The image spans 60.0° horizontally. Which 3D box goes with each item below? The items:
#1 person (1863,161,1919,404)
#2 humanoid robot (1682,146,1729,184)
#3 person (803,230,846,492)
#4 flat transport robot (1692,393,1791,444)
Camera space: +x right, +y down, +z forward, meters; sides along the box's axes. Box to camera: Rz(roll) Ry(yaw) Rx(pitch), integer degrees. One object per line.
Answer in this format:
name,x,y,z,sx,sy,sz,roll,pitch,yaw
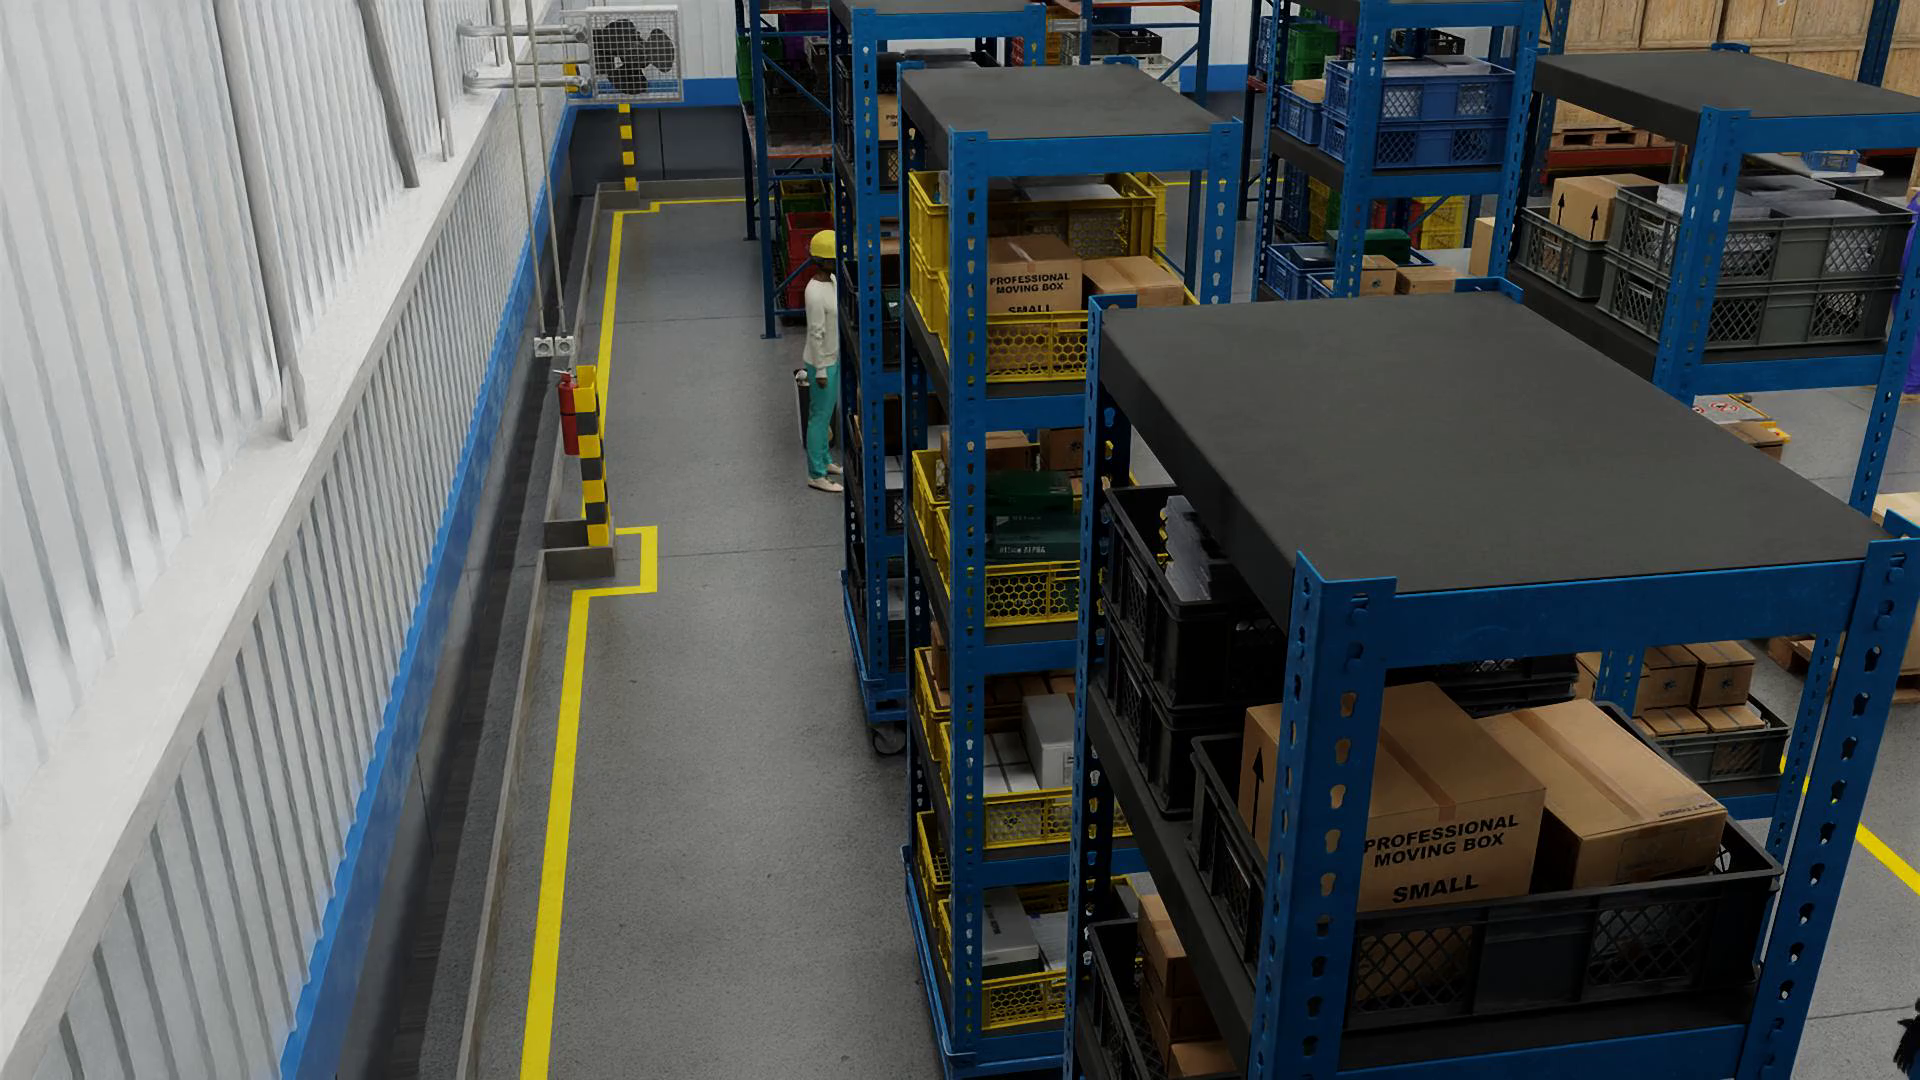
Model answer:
person,7.293,-2.057,12.652,0.536,2.000,0.680,3,25,6
humanoid robot,7.385,-3.537,16.344,0.576,1.634,0.722,1,25,1
person,-0.876,-1.204,11.123,0.325,1.766,0.532,3,25,7
flat transport robot,5.224,-0.859,12.132,1.431,0.197,0.652,-4,25,-8
